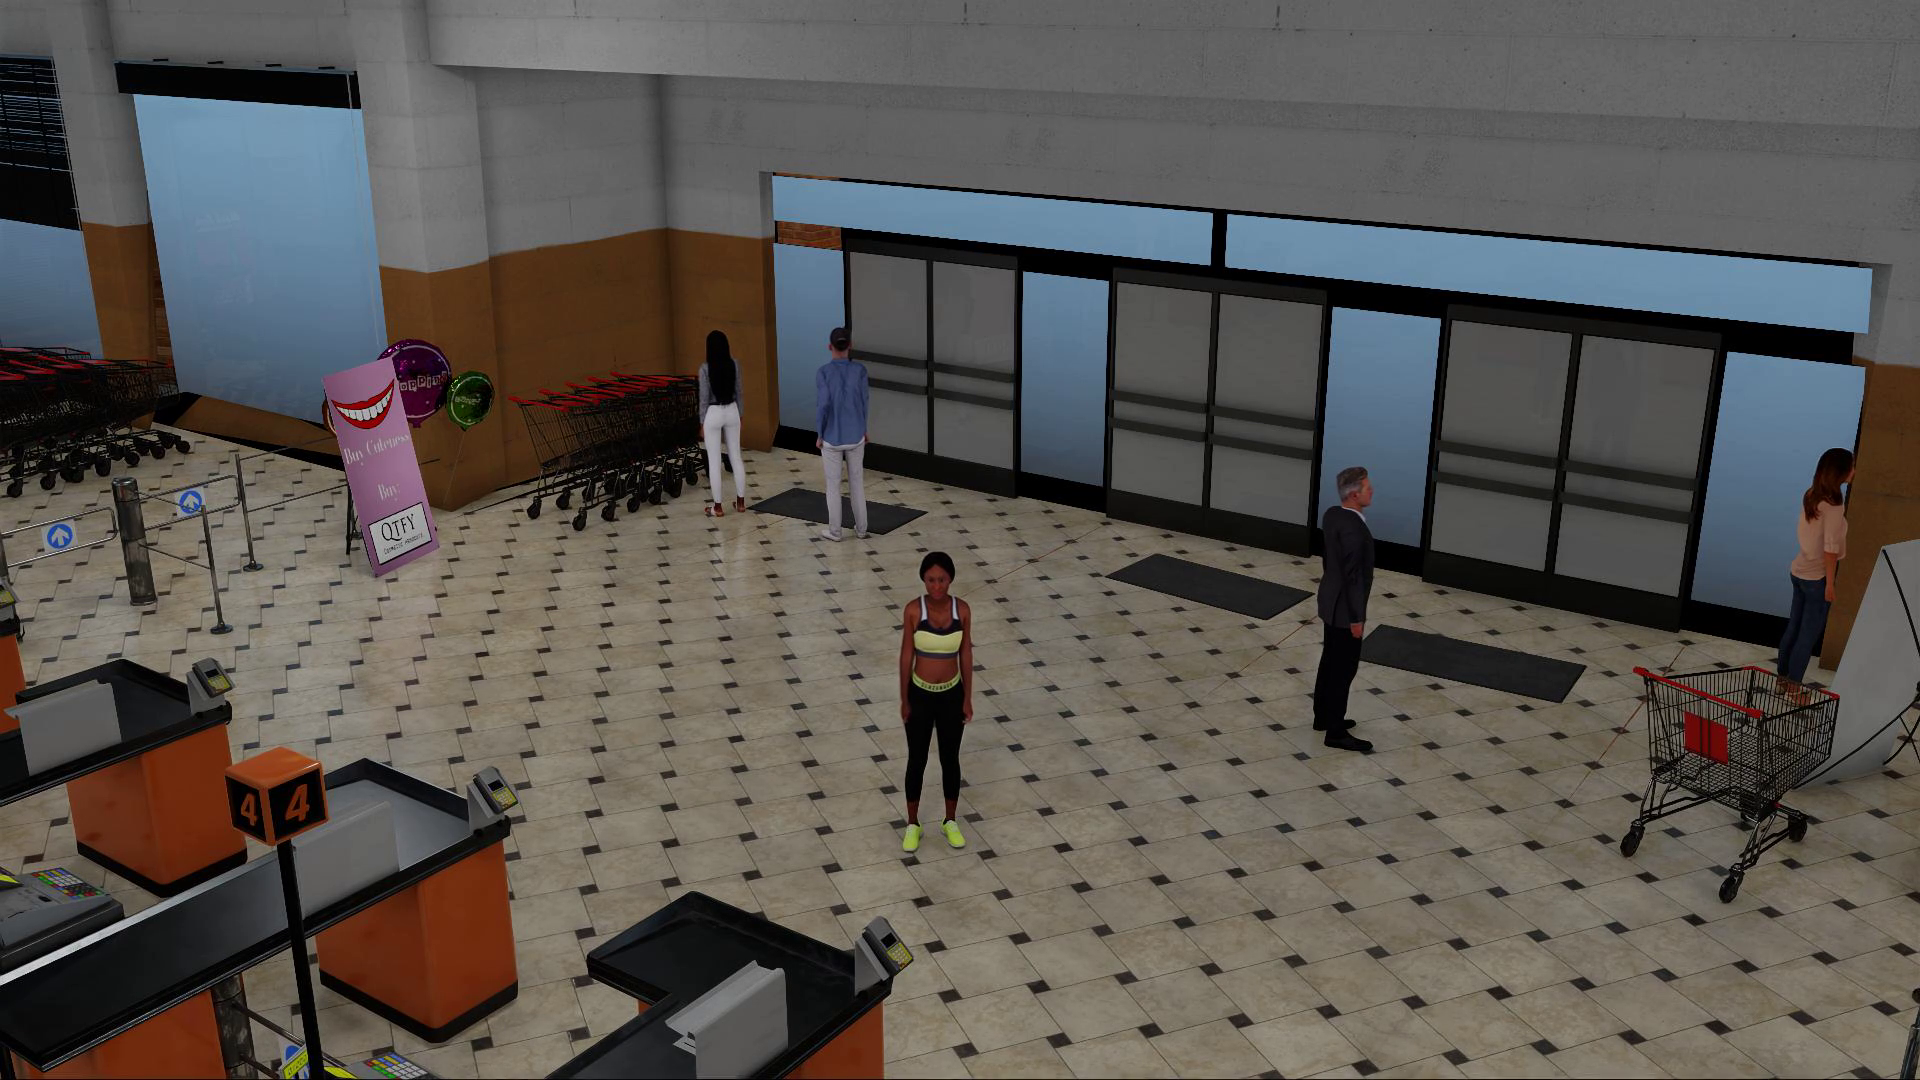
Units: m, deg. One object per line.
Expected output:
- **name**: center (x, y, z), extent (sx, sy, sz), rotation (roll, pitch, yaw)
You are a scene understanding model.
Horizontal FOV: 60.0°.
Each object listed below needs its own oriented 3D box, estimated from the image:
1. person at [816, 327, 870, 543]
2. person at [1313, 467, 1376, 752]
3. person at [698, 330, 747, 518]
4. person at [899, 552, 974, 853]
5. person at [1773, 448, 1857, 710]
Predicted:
- **person**: center (-1.026, -0.917, 14.463), extent (0.677, 1.888, 0.798), rotation (-8, 20, -23)
- **person**: center (2.456, 0.410, 10.598), extent (0.872, 1.842, 0.778), rotation (-1, 19, -3)
- **person**: center (-2.177, -1.074, 15.185), extent (0.590, 1.724, 0.724), rotation (-11, 22, -30)
- **person**: center (-0.139, 0.890, 9.312), extent (0.638, 1.754, 0.689), rotation (-2, 19, -6)
- **person**: center (5.731, 0.243, 11.171), extent (0.730, 1.792, 0.618), rotation (2, 19, 5)
